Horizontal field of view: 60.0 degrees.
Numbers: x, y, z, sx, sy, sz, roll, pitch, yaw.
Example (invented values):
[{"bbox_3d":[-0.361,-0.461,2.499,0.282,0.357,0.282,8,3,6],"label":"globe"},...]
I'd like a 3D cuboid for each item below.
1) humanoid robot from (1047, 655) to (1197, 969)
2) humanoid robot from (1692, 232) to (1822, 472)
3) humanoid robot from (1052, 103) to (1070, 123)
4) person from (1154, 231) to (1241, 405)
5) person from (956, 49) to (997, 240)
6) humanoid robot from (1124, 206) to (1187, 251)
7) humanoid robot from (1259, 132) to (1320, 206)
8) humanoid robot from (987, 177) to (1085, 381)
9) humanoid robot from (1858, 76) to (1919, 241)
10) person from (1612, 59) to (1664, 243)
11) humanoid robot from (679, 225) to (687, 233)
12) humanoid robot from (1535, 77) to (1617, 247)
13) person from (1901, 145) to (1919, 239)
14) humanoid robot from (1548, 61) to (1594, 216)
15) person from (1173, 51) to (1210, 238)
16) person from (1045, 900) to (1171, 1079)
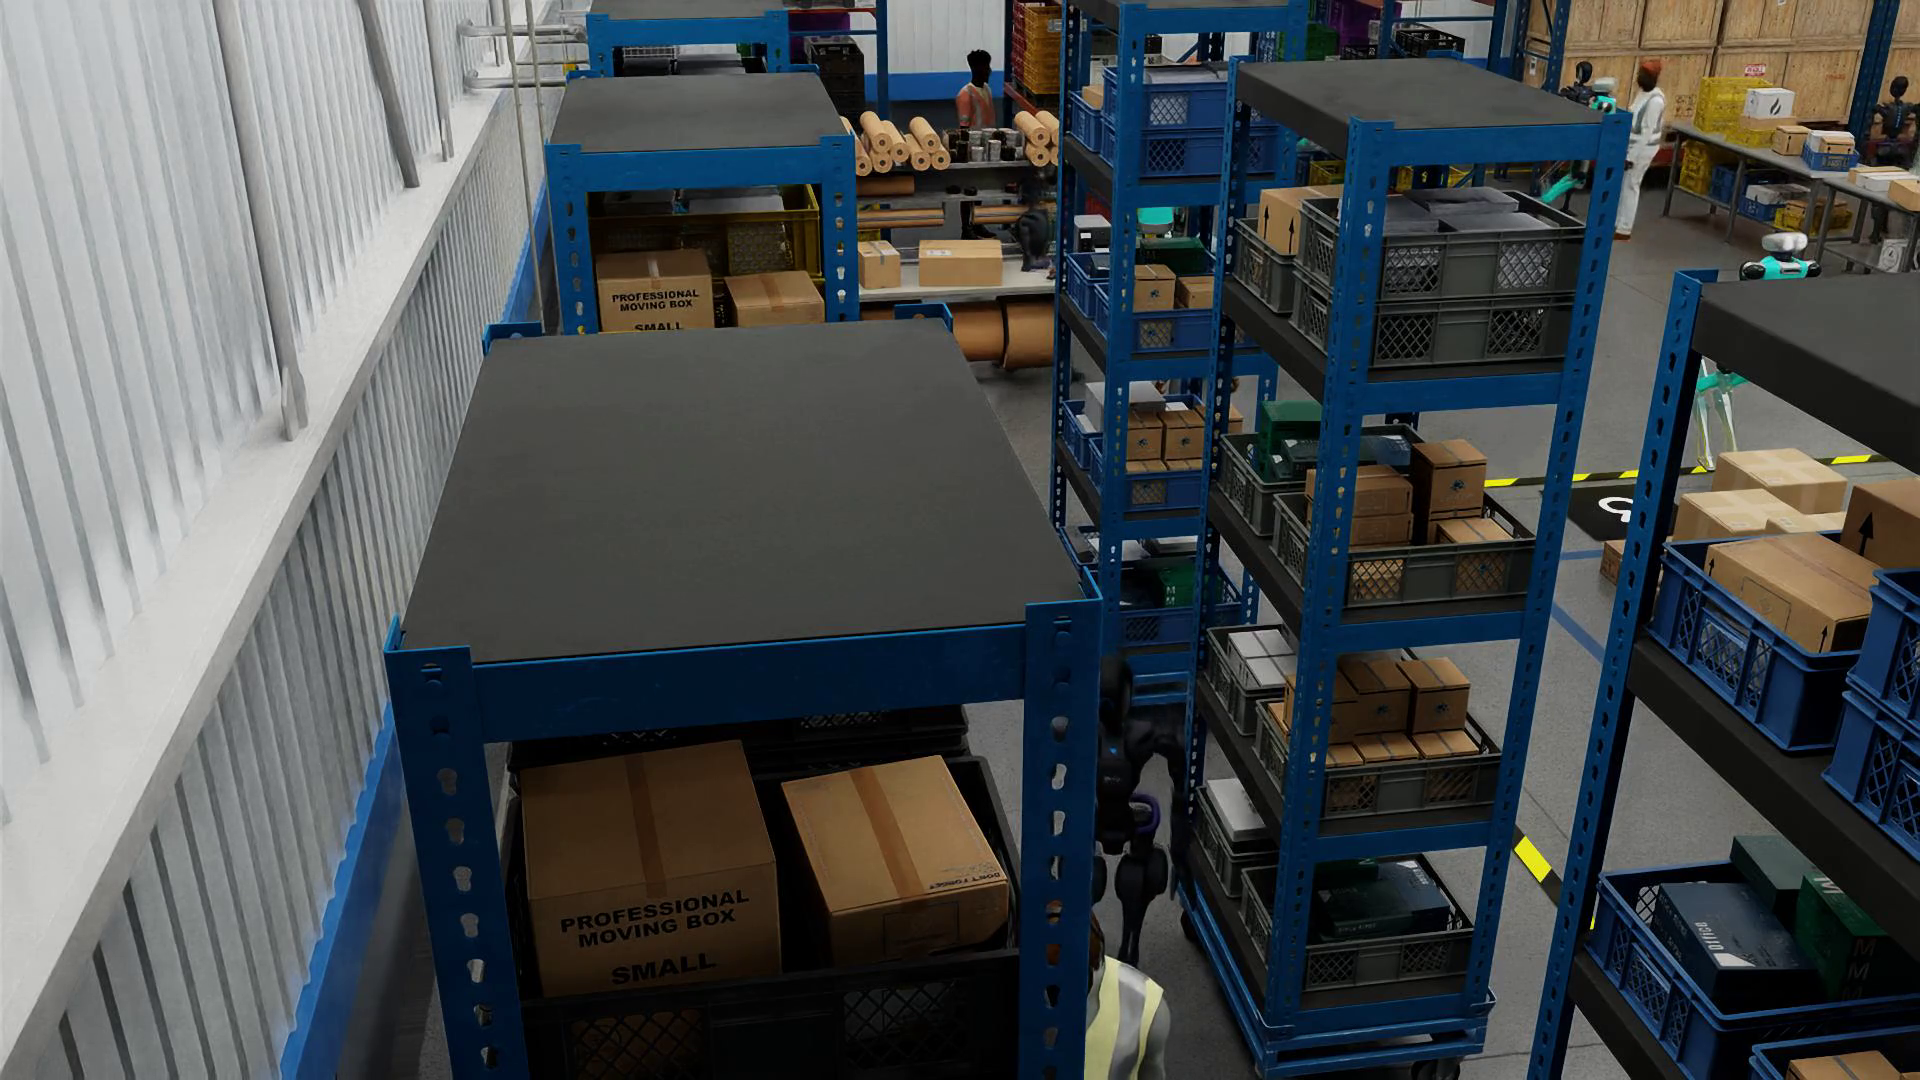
[{"bbox_3d":[0.575,1.134,6.160,0.611,1.645,0.478,1,25,3],"label":"humanoid robot"},{"bbox_3d":[5.264,-1.309,11.222,0.533,1.681,0.735,-4,25,-8],"label":"humanoid robot"},{"bbox_3d":[0.925,-4.421,18.213,0.678,1.843,0.546,8,26,18],"label":"humanoid robot"},{"bbox_3d":[1.548,-1.097,10.788,0.596,1.852,0.361,-4,25,-8],"label":"person"},{"bbox_3d":[0.181,-3.997,16.956,0.361,1.963,0.613,11,27,22],"label":"person"},{"bbox_3d":[1.539,-2.475,13.761,0.533,1.677,0.735,-4,25,-8],"label":"humanoid robot"},{"bbox_3d":[3.848,-4.564,18.523,1.014,1.771,0.531,-9,26,-18],"label":"humanoid robot"},{"bbox_3d":[0.609,-2.042,13.143,0.855,1.619,0.610,7,26,16],"label":"humanoid robot"},{"bbox_3d":[9.606,-3.949,17.212,0.603,1.641,0.532,4,25,9],"label":"humanoid robot"},{"bbox_3d":[6.895,-3.970,17.010,0.444,1.874,0.589,2,25,5],"label":"person"},{"bbox_3d":[-2.282,-1.830,12.519,0.792,1.787,0.558,-4,25,-9],"label":"humanoid robot"},{"bbox_3d":[6.031,-3.721,16.655,0.812,1.802,0.551,6,25,13],"label":"humanoid robot"},{"bbox_3d":[8.968,-3.240,15.370,0.683,1.925,0.378,-18,30,-34],"label":"person"},{"bbox_3d":[6.645,-4.347,18.043,0.599,1.659,0.315,-4,25,-8],"label":"humanoid robot"},{"bbox_3d":[2.290,-3.721,16.288,0.623,2.024,0.719,-1,25,-3],"label":"person"},{"bbox_3d":[0.251,1.752,4.615,0.621,1.838,0.429,2,25,4],"label":"person"}]
